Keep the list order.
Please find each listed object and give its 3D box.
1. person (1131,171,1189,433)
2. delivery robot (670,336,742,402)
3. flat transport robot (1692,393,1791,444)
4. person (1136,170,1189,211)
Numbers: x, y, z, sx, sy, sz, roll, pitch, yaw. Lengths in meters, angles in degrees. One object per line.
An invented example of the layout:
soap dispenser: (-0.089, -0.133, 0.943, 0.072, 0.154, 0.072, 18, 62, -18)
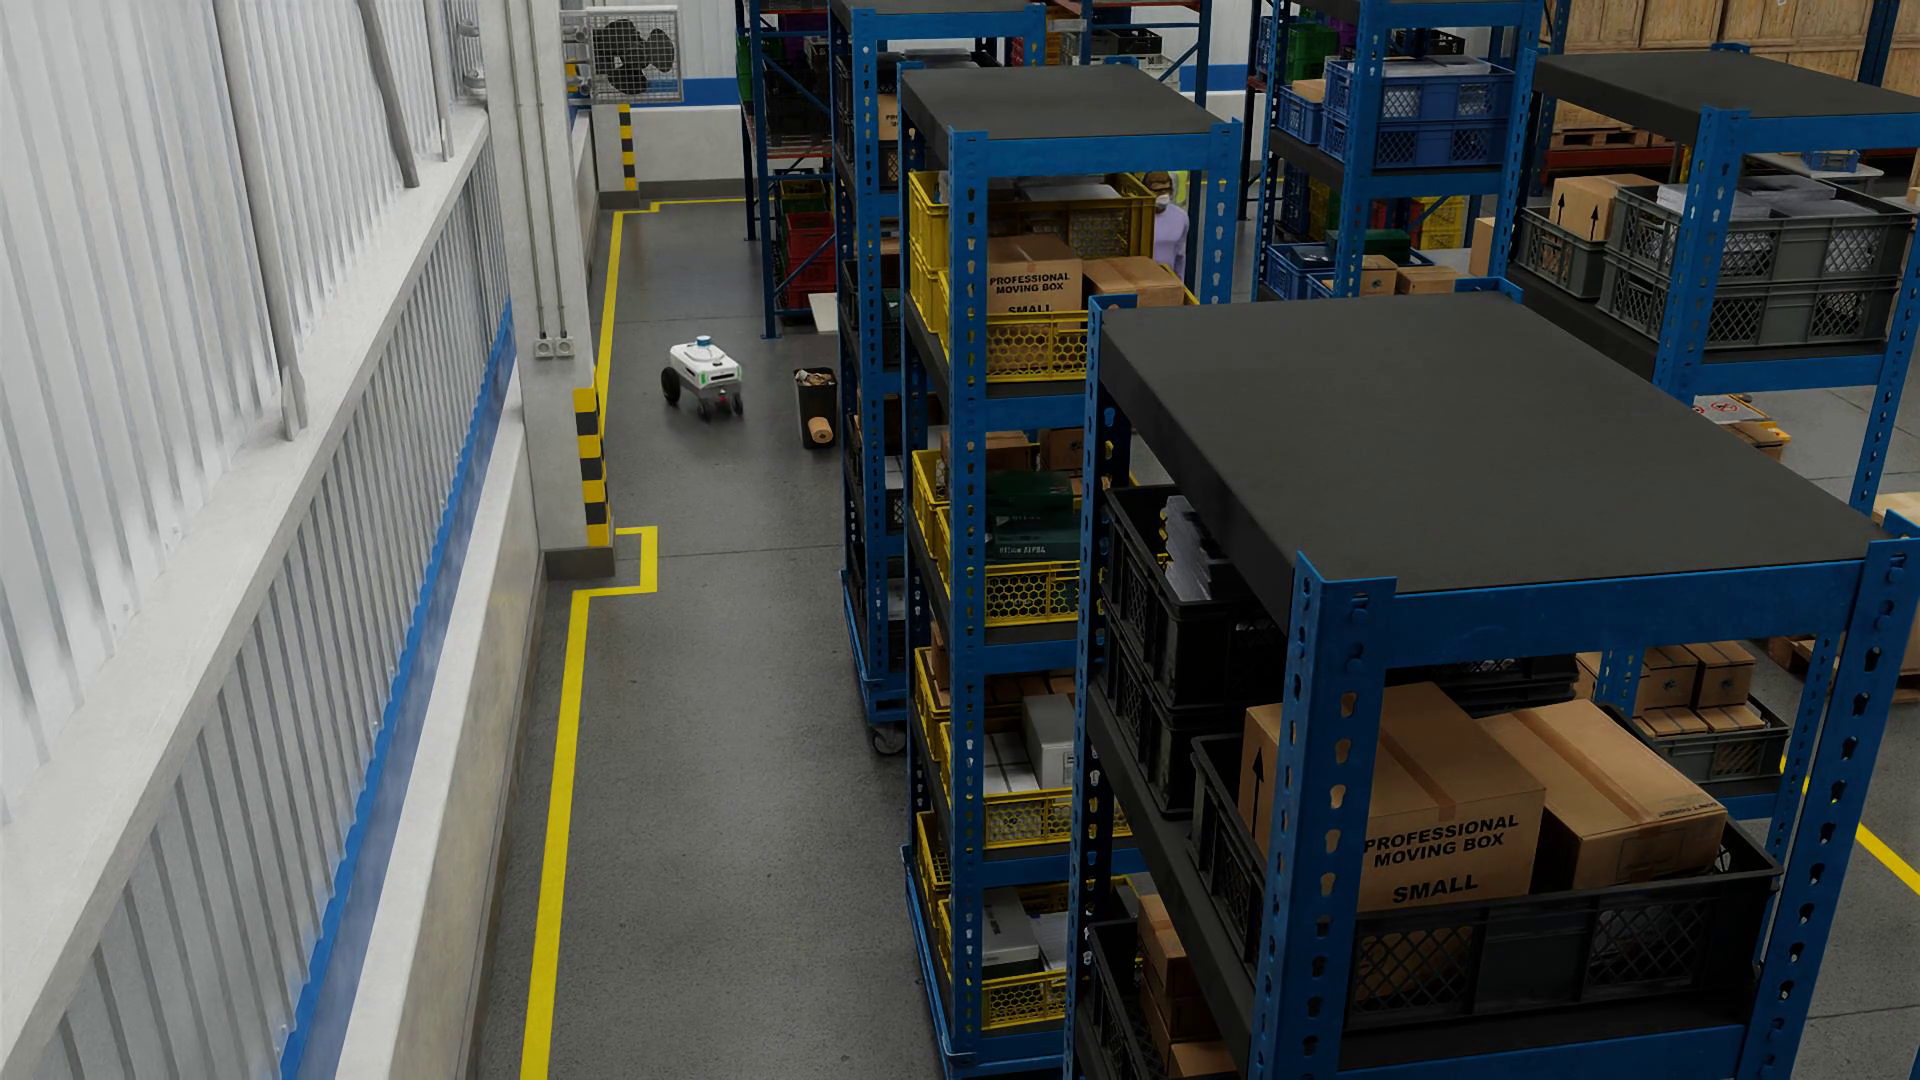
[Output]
person: (1.377, -1.750, 12.089, 0.629, 1.940, 0.379, -12, 27, -25)
delivery robot: (-1.938, -1.311, 12.666, 0.477, 0.478, 0.707, -13, 28, -26)
flat transport robot: (5.224, -0.859, 12.132, 1.431, 0.197, 0.652, -4, 25, -8)
person: (1.685, -2.631, 14.118, 0.429, 1.845, 0.622, 10, 27, 21)
